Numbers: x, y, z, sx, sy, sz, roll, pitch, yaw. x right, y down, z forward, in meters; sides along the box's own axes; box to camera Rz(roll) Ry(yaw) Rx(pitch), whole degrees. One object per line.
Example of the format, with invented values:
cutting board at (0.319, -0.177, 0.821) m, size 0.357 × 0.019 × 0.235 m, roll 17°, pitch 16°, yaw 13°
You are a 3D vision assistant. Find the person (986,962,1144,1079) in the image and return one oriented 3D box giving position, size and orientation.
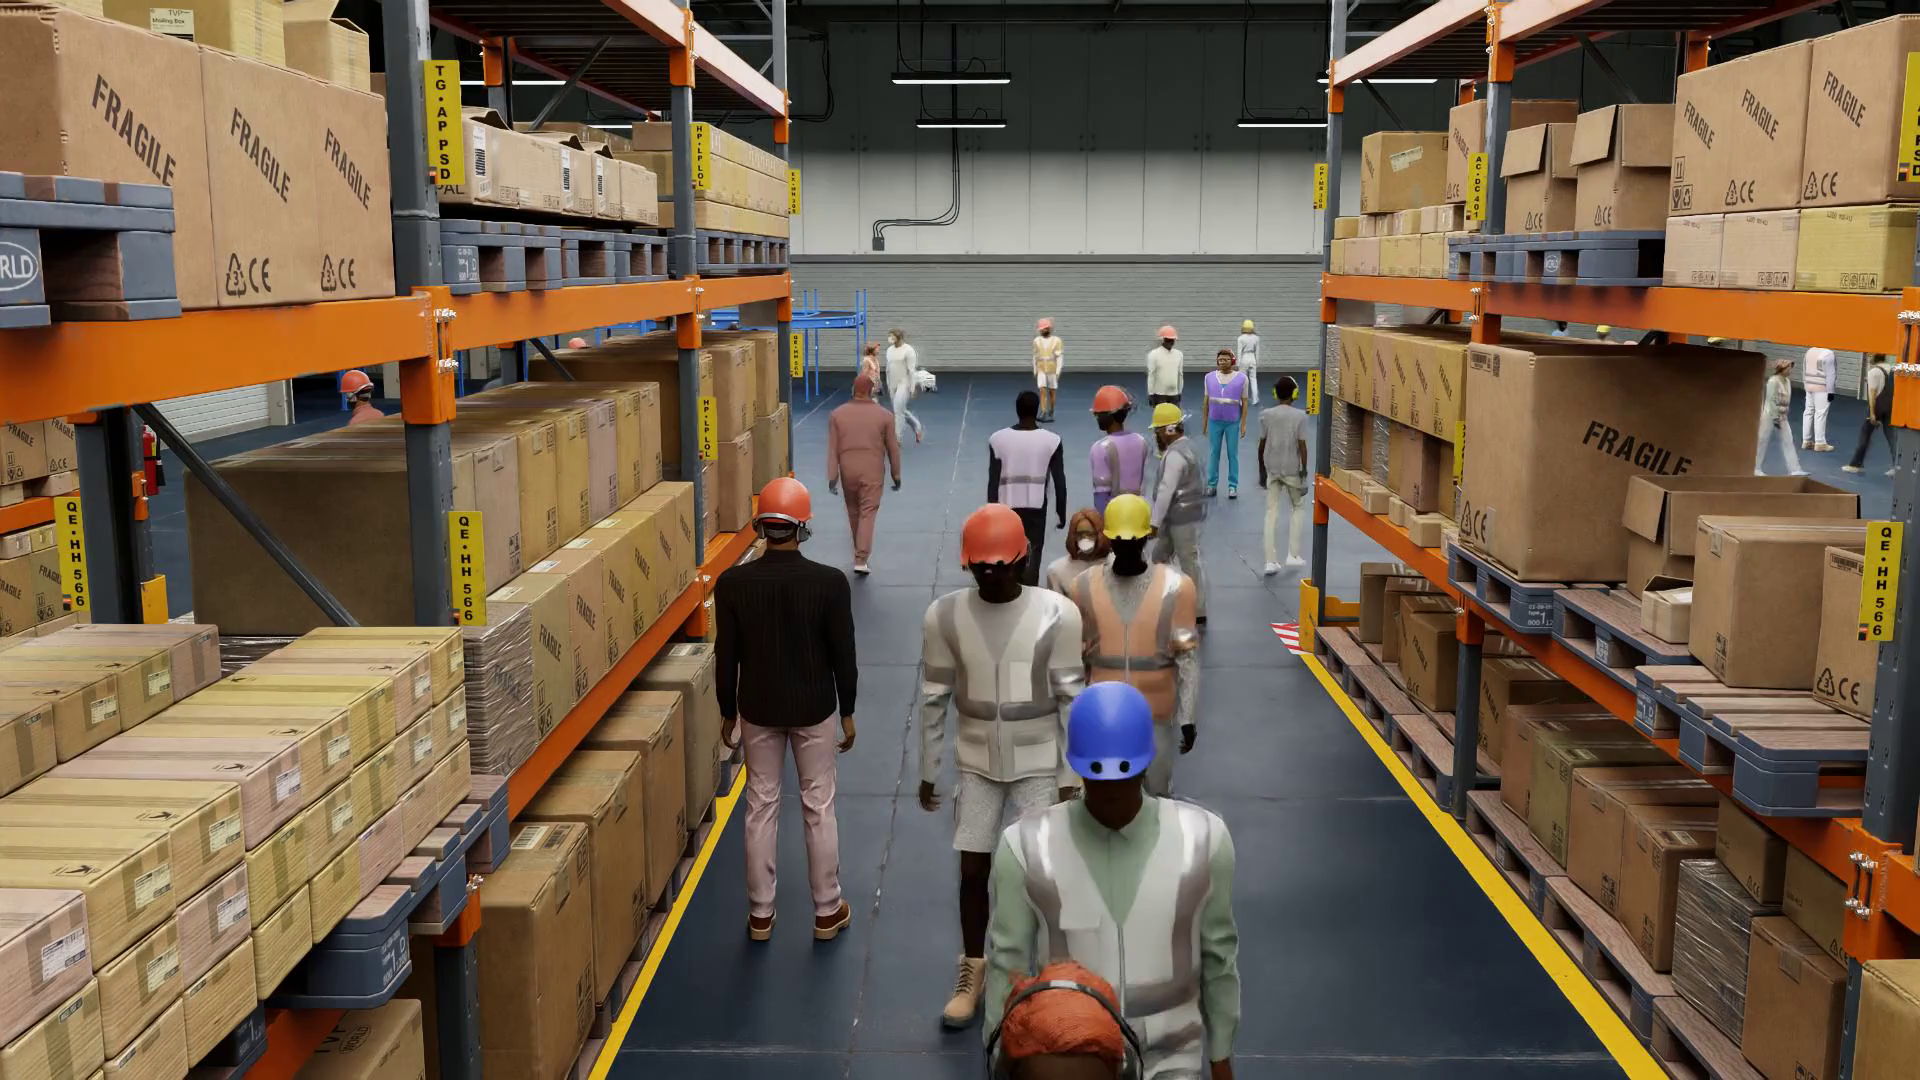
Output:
person at (0.167, 1.531, 2.813) m, size 0.630 × 1.841 × 0.979 m, roll 0°, pitch 9°, yaw -3°

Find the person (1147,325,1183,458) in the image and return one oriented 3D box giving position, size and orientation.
person at (3.031, -2.211, 24.791) m, size 0.628 × 1.980 × 0.580 m, roll -4°, pitch 10°, yaw -24°

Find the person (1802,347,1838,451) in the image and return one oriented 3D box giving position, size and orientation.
person at (13.361, -2.319, 25.829) m, size 0.430 × 1.845 × 0.623 m, roll -1°, pitch 10°, yaw -8°

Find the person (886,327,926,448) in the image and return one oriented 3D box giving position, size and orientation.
person at (-0.885, -2.420, 26.274) m, size 0.874 × 1.905 × 0.648 m, roll -9°, pitch 13°, yaw -42°

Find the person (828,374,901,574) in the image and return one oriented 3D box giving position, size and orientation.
person at (-0.893, -0.635, 15.723) m, size 0.660 × 1.846 × 1.037 m, roll 2°, pitch 10°, yaw 10°

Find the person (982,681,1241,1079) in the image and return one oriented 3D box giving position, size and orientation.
person at (0.366, 1.288, 3.992) m, size 0.637 × 1.914 × 0.800 m, roll 0°, pitch 9°, yaw 3°

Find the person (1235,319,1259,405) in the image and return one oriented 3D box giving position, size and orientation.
person at (5.873, -3.637, 34.026) m, size 0.489 × 1.744 × 0.296 m, roll -3°, pitch 10°, yaw -19°

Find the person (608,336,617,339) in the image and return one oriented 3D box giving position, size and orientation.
person at (-4.771, -1.947, 23.517) m, size 0.647 × 1.883 × 0.868 m, roll 4°, pitch 10°, yaw 21°

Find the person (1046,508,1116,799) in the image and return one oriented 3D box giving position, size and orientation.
person at (0.722, 0.592, 9.142) m, size 0.495 × 1.592 × 0.840 m, roll 1°, pitch 10°, yaw 5°

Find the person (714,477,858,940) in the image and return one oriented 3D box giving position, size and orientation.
person at (-0.739, 0.725, 7.137) m, size 0.611 × 1.996 × 0.379 m, roll 0°, pitch 9°, yaw 3°

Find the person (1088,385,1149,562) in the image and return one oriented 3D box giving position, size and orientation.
person at (1.212, -0.135, 12.299) m, size 0.611 × 2.012 × 1.001 m, roll -9°, pitch 13°, yaw -44°

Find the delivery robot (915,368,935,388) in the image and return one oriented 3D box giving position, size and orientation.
delivery robot at (-0.833, -3.618, 37.307) m, size 0.477 × 0.478 × 0.707 m, roll -5°, pitch 11°, yaw -25°

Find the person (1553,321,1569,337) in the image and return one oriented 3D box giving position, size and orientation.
person at (13.544, -4.189, 37.550) m, size 0.570 × 1.664 × 0.482 m, roll -6°, pitch 11°, yaw -32°

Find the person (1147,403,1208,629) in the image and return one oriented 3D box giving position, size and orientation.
person at (1.645, -0.189, 13.208) m, size 0.755 × 1.789 × 0.626 m, roll 2°, pitch 10°, yaw 12°

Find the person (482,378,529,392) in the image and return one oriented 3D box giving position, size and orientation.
person at (-4.891, -1.081, 18.169) m, size 0.627 × 1.927 × 0.601 m, roll -1°, pitch 9°, yaw -3°

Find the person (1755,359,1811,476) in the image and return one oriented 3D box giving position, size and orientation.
person at (11.030, -1.611, 22.309) m, size 0.546 × 1.601 × 0.811 m, roll -6°, pitch 11°, yaw -32°

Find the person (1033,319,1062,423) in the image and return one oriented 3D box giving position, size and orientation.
person at (1.555, -3.053, 30.089) m, size 0.549 × 1.872 × 0.929 m, roll 2°, pitch 10°, yaw 13°

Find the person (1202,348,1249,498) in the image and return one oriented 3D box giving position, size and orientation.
person at (3.288, -1.452, 20.627) m, size 0.565 × 1.846 × 0.390 m, roll 4°, pitch 10°, yaw 22°

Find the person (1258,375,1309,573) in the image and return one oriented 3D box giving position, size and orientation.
person at (3.070, -0.628, 15.695) m, size 0.551 × 1.841 × 0.717 m, roll 6°, pitch 11°, yaw 31°

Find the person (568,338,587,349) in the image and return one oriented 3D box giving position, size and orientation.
person at (-5.157, -1.823, 22.802) m, size 1.023 × 1.867 × 0.611 m, roll 3°, pitch 10°, yaw 19°

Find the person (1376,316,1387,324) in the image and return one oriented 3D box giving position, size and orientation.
person at (8.151, -3.414, 32.333) m, size 0.650 × 1.862 × 0.977 m, roll 7°, pitch 12°, yaw 37°

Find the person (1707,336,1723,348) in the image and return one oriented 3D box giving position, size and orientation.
person at (12.777, -2.644, 28.131) m, size 0.530 × 1.729 × 0.900 m, roll -2°, pitch 10°, yaw -12°

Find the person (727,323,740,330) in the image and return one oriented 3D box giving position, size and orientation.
person at (-4.049, -2.917, 29.420) m, size 0.524 × 1.845 × 0.771 m, roll 1°, pitch 10°, yaw 7°

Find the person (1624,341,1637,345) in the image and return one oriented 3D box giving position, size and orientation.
person at (8.212, -1.482, 20.517) m, size 0.350 × 1.942 × 0.547 m, roll 1°, pitch 9°, yaw 3°

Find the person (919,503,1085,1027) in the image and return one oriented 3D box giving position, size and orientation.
person at (0.146, 0.851, 6.305) m, size 0.649 × 2.019 × 0.508 m, roll 2°, pitch 10°, yaw 14°

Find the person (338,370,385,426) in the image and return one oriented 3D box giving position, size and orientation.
person at (-5.077, -0.454, 14.220) m, size 0.391 × 1.989 × 0.610 m, roll 0°, pitch 9°, yaw 1°

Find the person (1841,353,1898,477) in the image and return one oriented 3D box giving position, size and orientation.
person at (12.518, -1.752, 22.619) m, size 0.528 × 1.798 × 0.937 m, roll -3°, pitch 10°, yaw -16°

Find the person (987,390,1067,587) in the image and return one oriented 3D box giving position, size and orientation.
person at (0.559, -0.272, 13.481) m, size 0.624 × 1.870 × 0.976 m, roll 2°, pitch 10°, yaw 11°

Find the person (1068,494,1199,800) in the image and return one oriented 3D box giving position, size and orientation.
person at (0.796, 0.707, 7.580) m, size 0.596 × 1.896 × 0.918 m, roll 2°, pitch 10°, yaw 13°

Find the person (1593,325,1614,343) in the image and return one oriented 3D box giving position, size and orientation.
person at (12.271, -3.280, 31.834) m, size 0.458 × 1.750 × 0.548 m, roll -8°, pitch 13°, yaw -41°

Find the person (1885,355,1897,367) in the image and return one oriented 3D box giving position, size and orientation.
person at (17.269, -3.056, 30.935) m, size 0.499 × 1.610 × 0.720 m, roll -2°, pitch 10°, yaw -11°

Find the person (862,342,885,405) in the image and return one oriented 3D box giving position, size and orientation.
person at (-1.340, -2.389, 26.892) m, size 0.767 × 1.606 × 0.526 m, roll 2°, pitch 10°, yaw 14°
